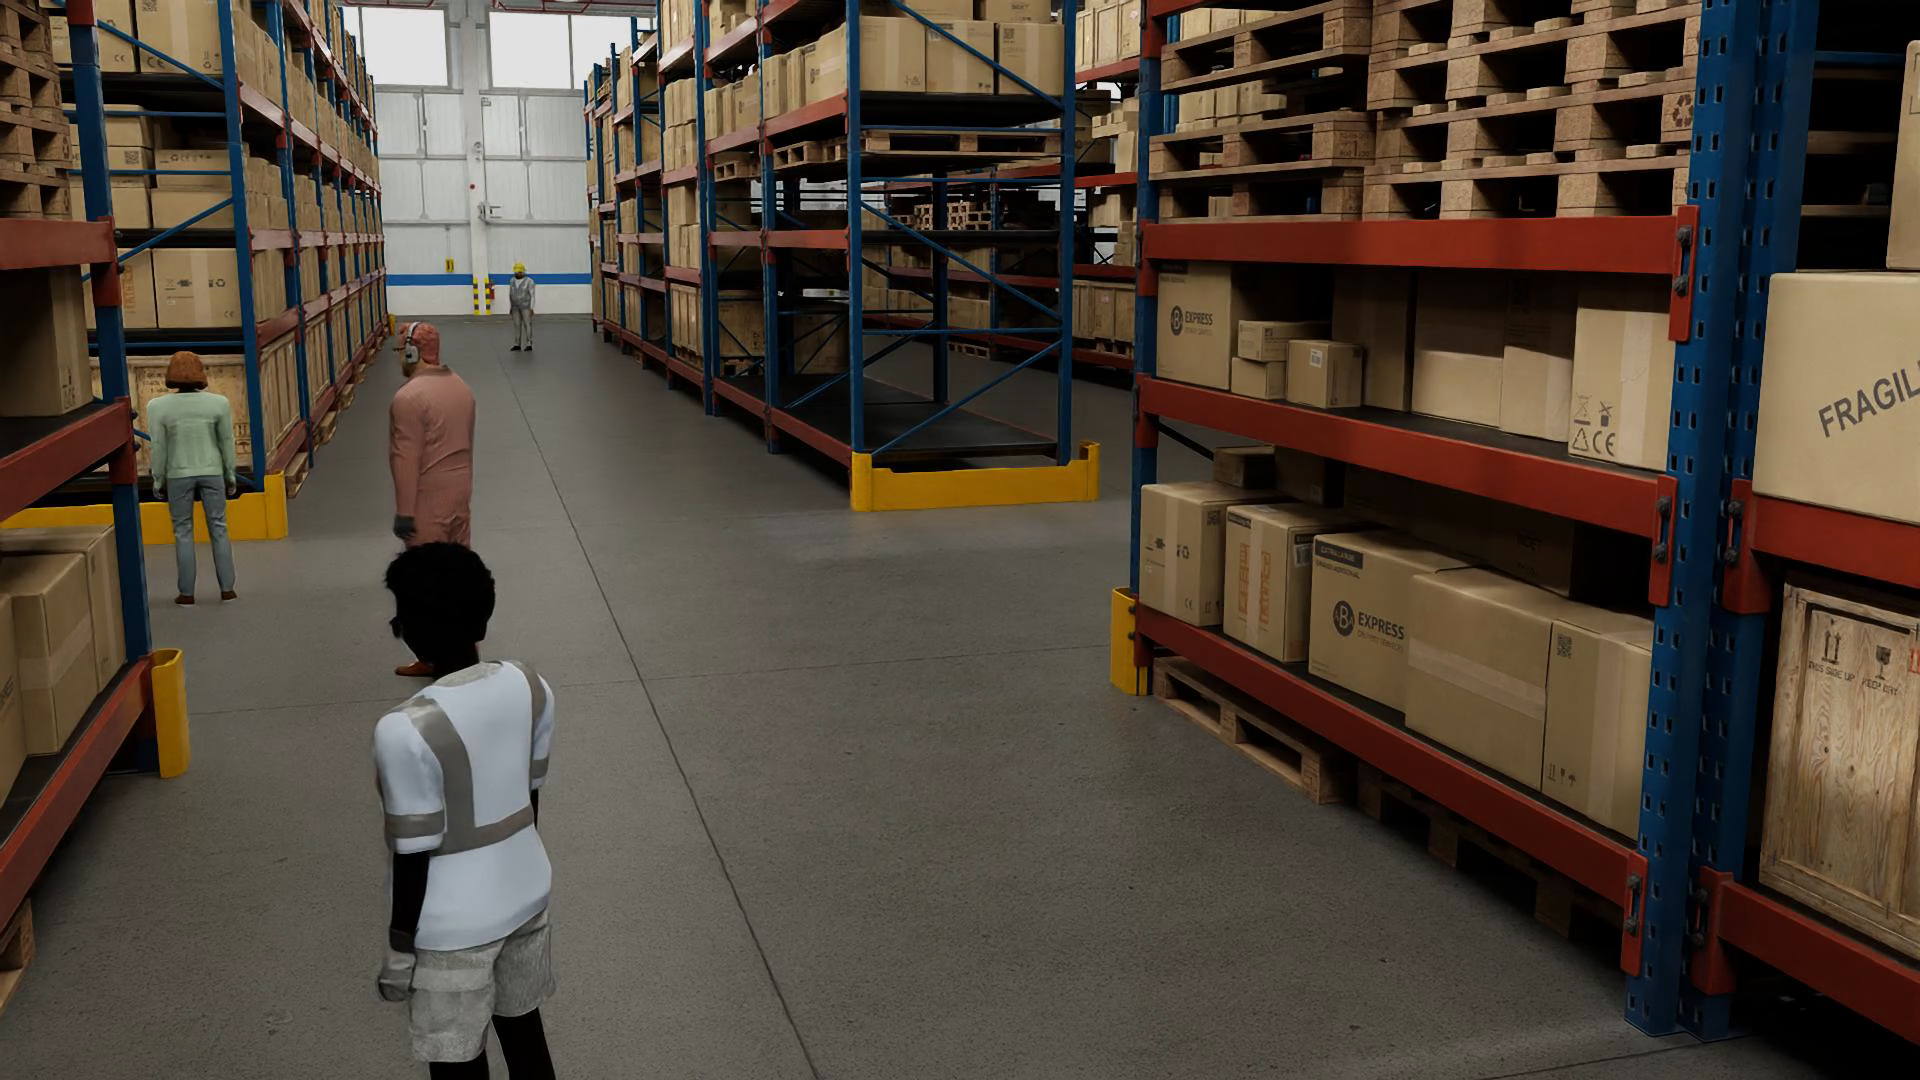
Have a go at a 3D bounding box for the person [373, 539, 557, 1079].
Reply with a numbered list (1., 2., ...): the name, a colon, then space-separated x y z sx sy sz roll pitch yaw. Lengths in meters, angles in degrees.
1. person: -1.103 0.837 3.732 0.318 1.696 0.532 4 11 19

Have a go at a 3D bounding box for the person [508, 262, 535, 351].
1. person: -9.056 -4.806 34.315 0.586 1.824 0.403 3 11 16

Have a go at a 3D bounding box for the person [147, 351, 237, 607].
1. person: -4.882 -0.387 10.609 0.508 1.632 0.270 -7 12 -32

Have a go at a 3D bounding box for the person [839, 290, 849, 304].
1. person: -2.273 -4.843 34.178 0.406 1.945 0.613 4 11 21

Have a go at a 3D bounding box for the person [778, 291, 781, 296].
1. person: -4.617 -5.805 40.322 0.554 1.620 0.430 6 12 29

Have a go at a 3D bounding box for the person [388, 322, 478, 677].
1. person: -2.857 -0.218 8.970 0.399 1.900 0.645 2 11 13
